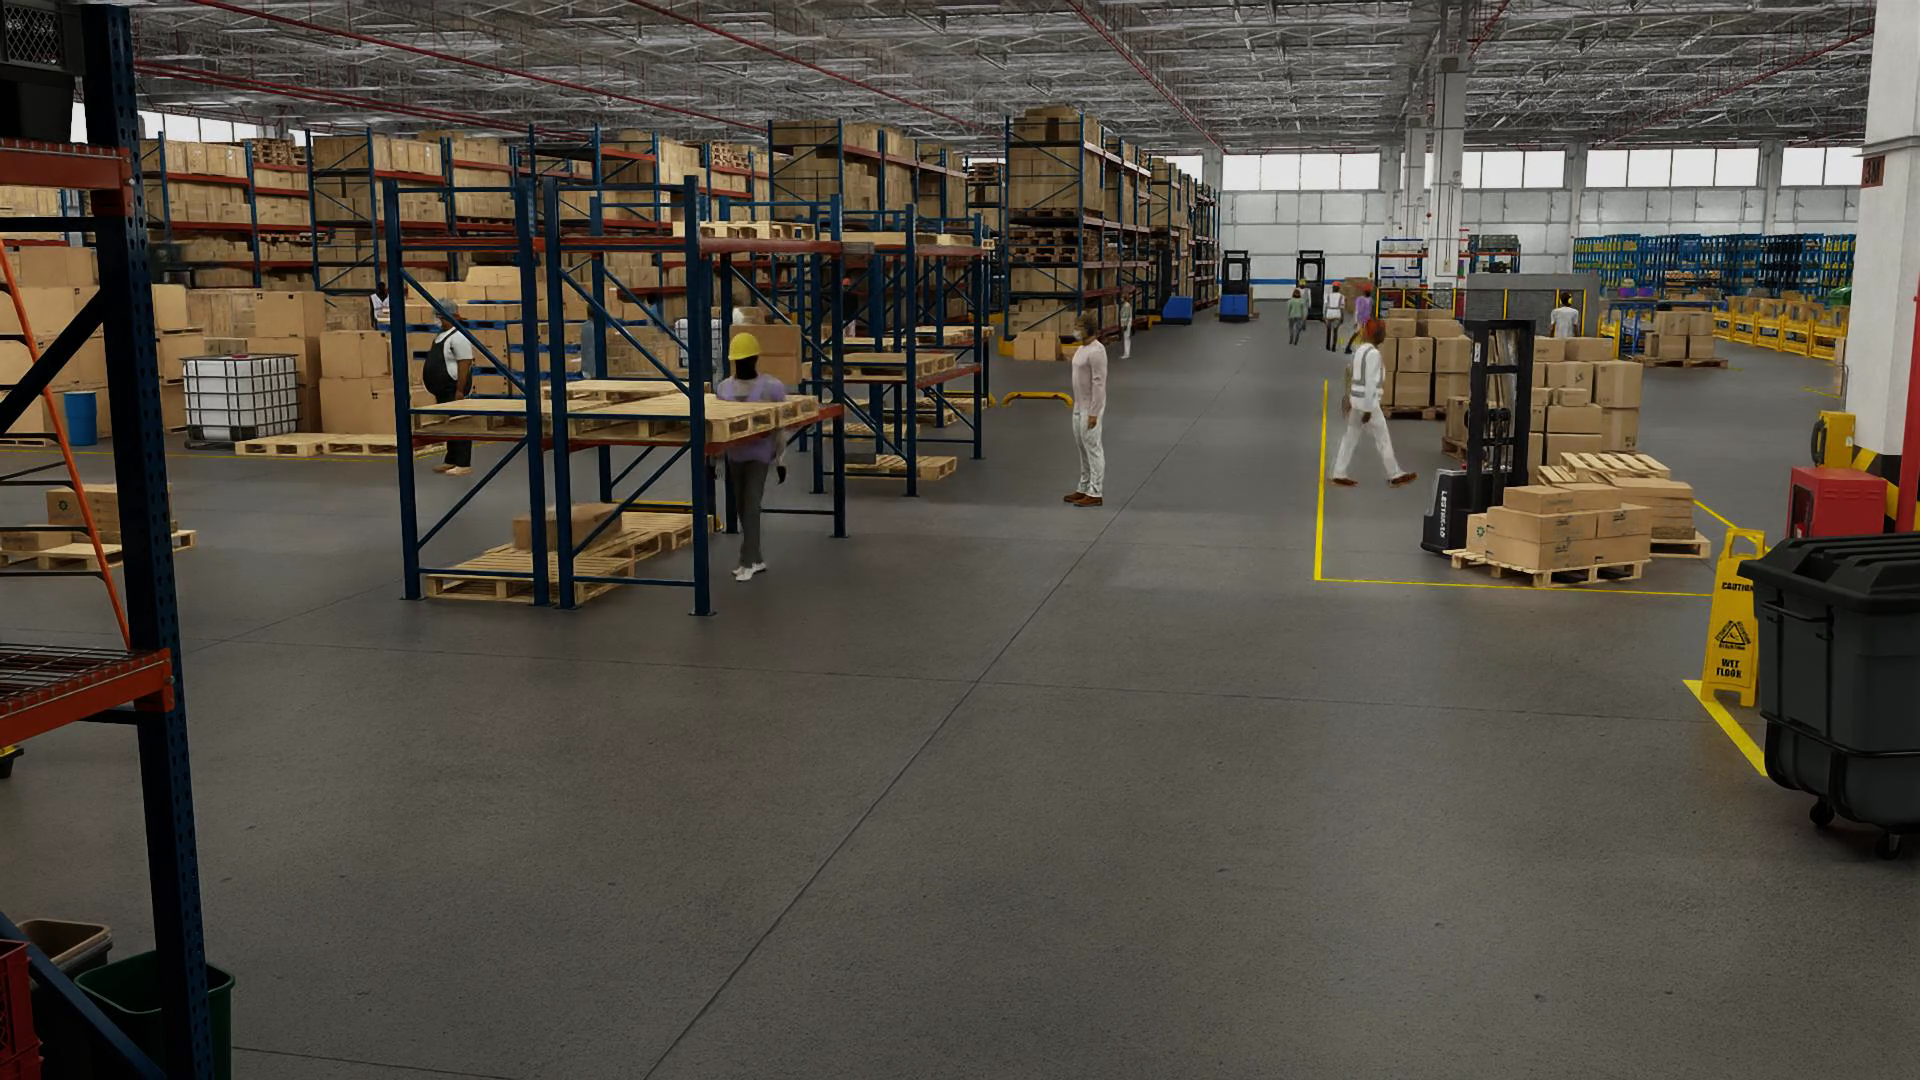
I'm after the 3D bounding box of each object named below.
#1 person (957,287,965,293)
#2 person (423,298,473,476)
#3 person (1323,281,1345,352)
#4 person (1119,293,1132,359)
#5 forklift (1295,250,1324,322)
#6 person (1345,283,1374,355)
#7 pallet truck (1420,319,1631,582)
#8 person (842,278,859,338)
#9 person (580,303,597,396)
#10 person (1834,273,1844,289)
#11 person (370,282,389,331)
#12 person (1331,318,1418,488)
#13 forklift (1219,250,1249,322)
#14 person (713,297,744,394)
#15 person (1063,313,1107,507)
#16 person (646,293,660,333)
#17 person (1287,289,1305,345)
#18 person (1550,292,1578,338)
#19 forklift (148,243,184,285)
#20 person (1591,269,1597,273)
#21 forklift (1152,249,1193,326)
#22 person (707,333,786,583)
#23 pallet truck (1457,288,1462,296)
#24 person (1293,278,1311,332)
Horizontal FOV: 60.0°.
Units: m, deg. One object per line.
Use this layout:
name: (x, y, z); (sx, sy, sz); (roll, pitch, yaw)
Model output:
person: (-0.023, -8.720, 60.910); (0.627, 1.847, 0.429); (4, 10, 24)
person: (-5.886, -1.760, 19.110); (0.536, 2.000, 0.676); (-7, 12, -34)
person: (10.091, -6.036, 44.907); (0.550, 1.875, 1.020); (2, 10, 11)
person: (4.132, -5.328, 41.420); (0.312, 1.642, 0.512); (1, 10, 5)
forklift: (13.778, -10.002, 65.433); (1.129, 2.768, 1.873); (2, 10, 12)
person: (10.353, -5.698, 42.966); (0.558, 1.879, 1.048); (-5, 11, -26)
pallet truck: (4.543, -0.757, 13.299); (0.823, 1.965, 1.885); (-4, 10, -22)
person: (-2.834, -5.532, 41.581); (0.611, 1.996, 0.387); (-2, 10, -14)
person: (-4.848, -2.213, 22.102); (0.373, 1.937, 0.630); (-1, 10, -6)
person: (42.855, -12.105, 80.986); (0.590, 1.833, 0.404); (1, 10, 6)
person: (-14.545, -5.543, 41.906); (0.587, 1.911, 0.398); (-5, 11, -27)
person: (4.491, -1.466, 17.964); (0.973, 1.837, 0.594); (-1, 10, -6)
forklift: (10.823, -10.003, 65.439); (1.129, 2.768, 1.873); (2, 10, 12)
person: (-4.052, -3.342, 28.927); (0.630, 1.879, 1.029); (8, 12, 39)
person: (1.277, -1.305, 16.717); (0.370, 1.940, 0.631); (-2, 10, -14)
person: (-7.499, -5.130, 40.166); (0.716, 1.673, 0.549); (-1, 10, -7)
person: (9.696, -6.431, 48.012); (0.519, 1.609, 0.661); (1, 10, 6)
person: (11.271, -3.688, 31.057); (0.520, 1.864, 0.333); (5, 11, 27)
forklift: (-17.492, -5.141, 36.649); (1.873, 2.768, 1.129); (2, 10, 12)
person: (30.351, -11.982, 79.781); (0.402, 1.990, 0.622); (-1, 10, -8)
forklift: (7.646, -9.320, 61.395); (1.873, 2.768, 1.129); (2, 10, 11)
person: (-1.669, -0.640, 12.872); (0.626, 1.910, 0.520); (4, 11, 24)
pallet truck: (20.506, -9.785, 68.819); (0.653, 1.274, 1.630); (2, 10, 12)
person: (11.668, -8.000, 56.712); (0.628, 1.814, 0.518); (1, 10, 4)
